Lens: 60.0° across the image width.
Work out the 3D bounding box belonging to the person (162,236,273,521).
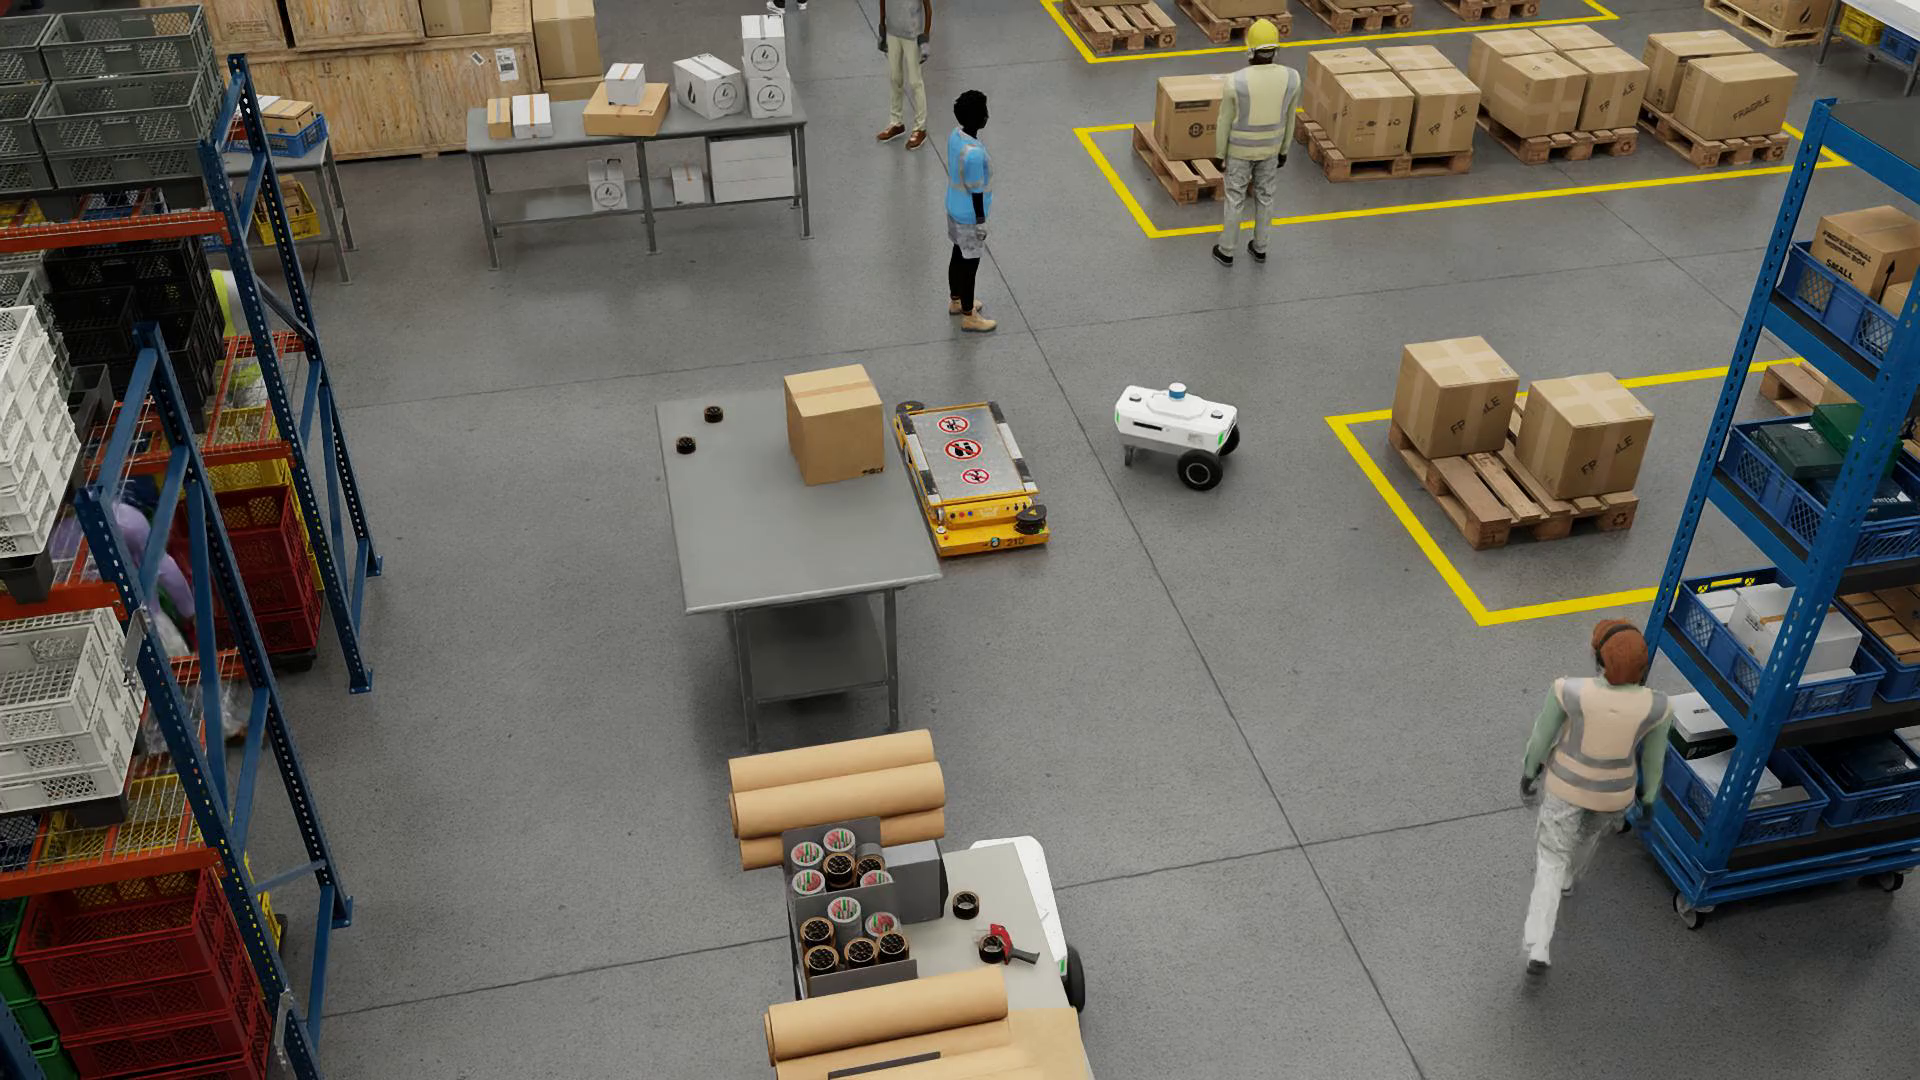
[{"bbox_3d":[-4.200,-0.937,9.485,0.621,1.843,0.429,-17,40,-21],"label":"person"}]

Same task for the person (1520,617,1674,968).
[{"bbox_3d":[2.643,1.076,6.981,0.557,1.598,0.809,6,37,9],"label":"person"}]

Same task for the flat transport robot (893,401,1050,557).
[{"bbox_3d":[0.046,-0.430,10.108,0.652,0.197,1.431,-8,37,-10],"label":"flat transport robot"}]

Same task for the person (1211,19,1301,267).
[{"bbox_3d":[2.128,-2.867,12.095,0.581,1.823,0.403,-7,37,-10],"label":"person"}]

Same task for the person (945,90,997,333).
[{"bbox_3d":[0.069,-2.248,11.364,0.319,1.697,0.532,-10,38,-13],"label":"person"}]

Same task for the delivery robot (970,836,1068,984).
[{"bbox_3d":[0.235,1.591,7.081,0.477,0.478,0.707,-5,37,-6],"label":"delivery robot"}]

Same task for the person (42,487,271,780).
[{"bbox_3d":[-3.816,0.369,7.698,0.833,1.890,0.383,-5,37,-7],"label":"person"}]

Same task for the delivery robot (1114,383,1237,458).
[{"bbox_3d":[1.314,-0.732,10.202,0.707,0.478,0.477,14,39,18],"label":"delivery robot"}]

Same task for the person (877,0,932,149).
[{"bbox_3d":[-0.469,-4.193,13.837,0.523,1.870,0.317,23,42,28],"label":"person"}]

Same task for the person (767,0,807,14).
[{"bbox_3d":[-1.758,-6.225,16.527,0.596,1.916,0.380,-16,40,-21],"label":"person"}]
